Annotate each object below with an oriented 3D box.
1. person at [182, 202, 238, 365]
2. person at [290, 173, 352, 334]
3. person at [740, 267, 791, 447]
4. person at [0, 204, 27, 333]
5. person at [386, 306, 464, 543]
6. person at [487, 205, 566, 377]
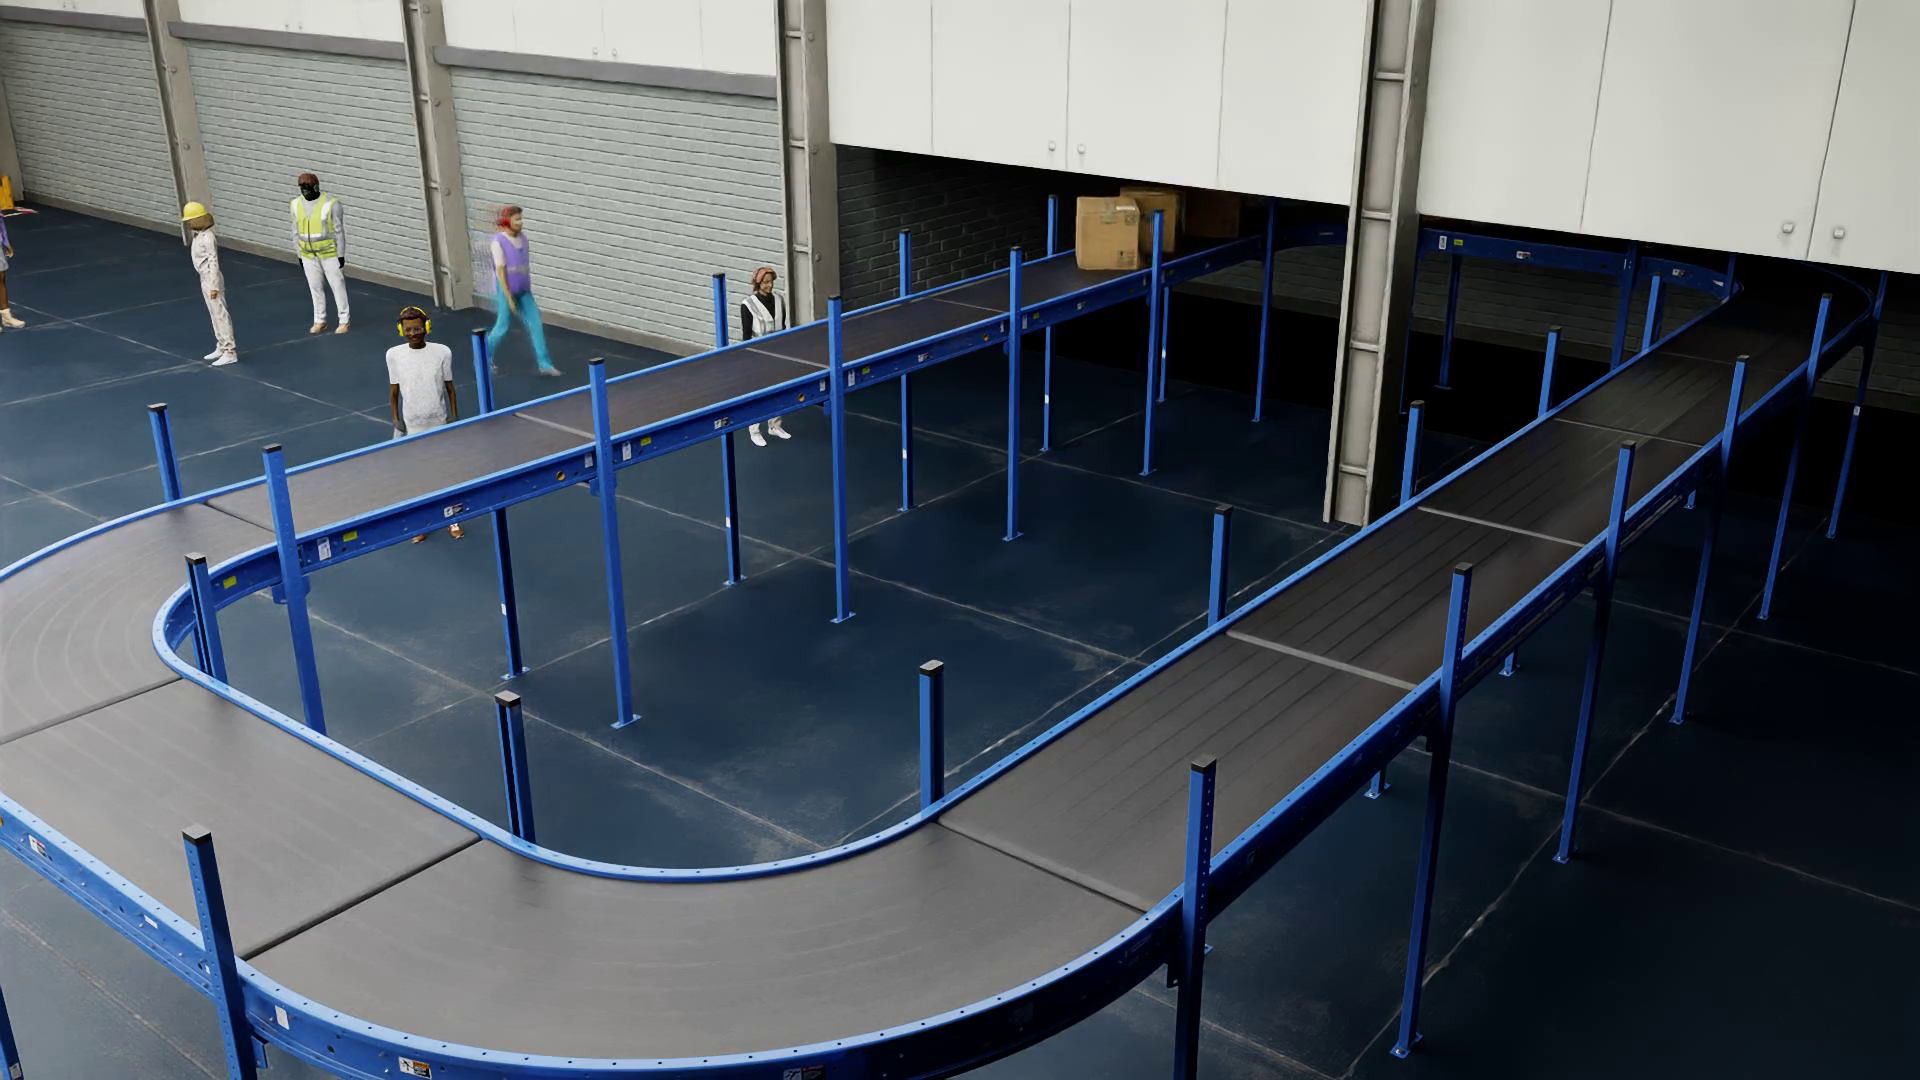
[{"bbox_3d":[-8.035,-2.744,17.788,0.305,1.738,0.484,-14,26,-32],"label":"person"},{"bbox_3d":[-7.310,-3.270,19.003,0.619,1.836,0.429,2,22,6],"label":"person"},{"bbox_3d":[-1.780,-1.692,15.246,0.308,1.641,0.511,18,28,39],"label":"person"},{"bbox_3d":[-11.154,-3.403,19.045,0.365,2.048,0.608,9,23,21],"label":"person"},{"bbox_3d":[-4.146,-0.899,12.924,0.521,1.871,0.325,-7,22,-17],"label":"person"},{"bbox_3d":[-4.666,-2.582,17.294,0.951,1.805,0.573,10,23,23],"label":"person"}]
